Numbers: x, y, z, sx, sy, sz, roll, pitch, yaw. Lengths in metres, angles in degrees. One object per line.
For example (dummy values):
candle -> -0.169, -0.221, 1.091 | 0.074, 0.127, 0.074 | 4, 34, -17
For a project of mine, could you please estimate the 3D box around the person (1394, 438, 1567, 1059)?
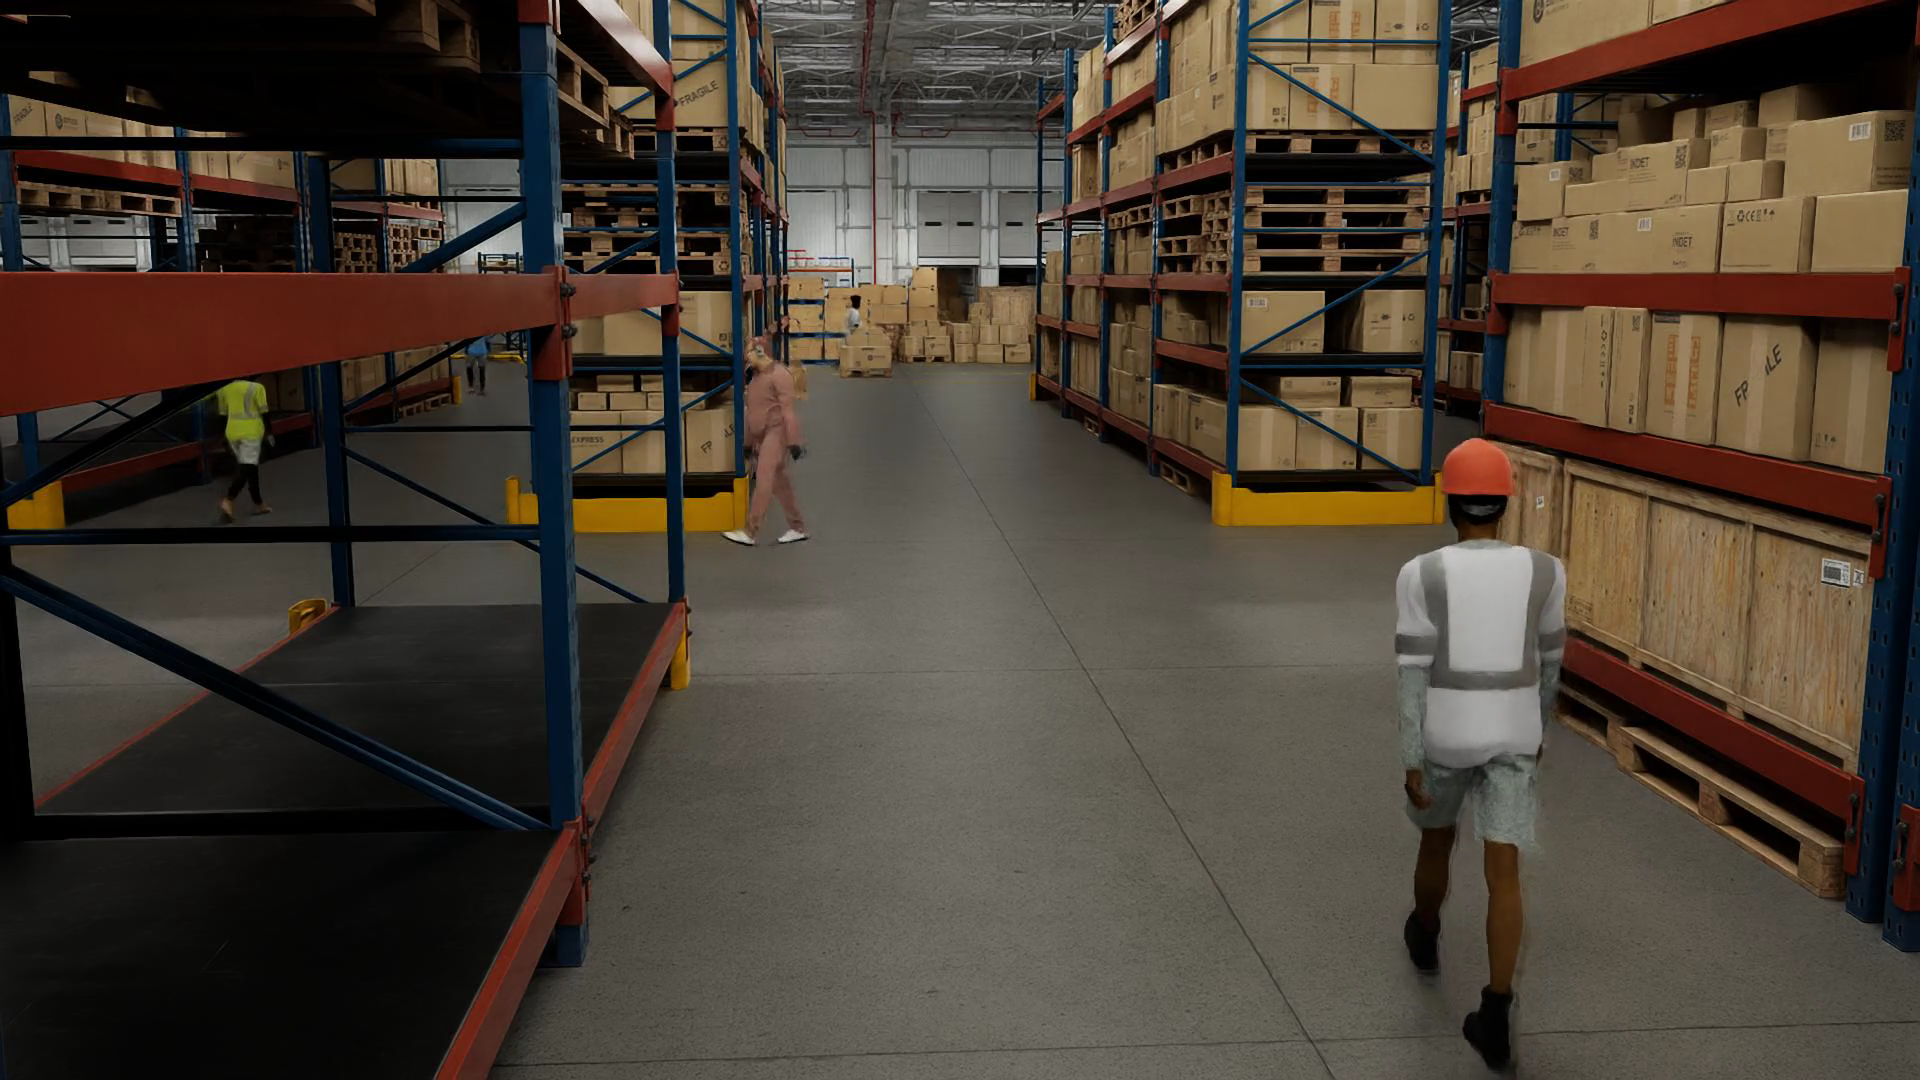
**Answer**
person -> 1.656, 0.623, 5.359 | 0.546, 1.888, 1.013 | 1, 9, 7

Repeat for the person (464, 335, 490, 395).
person -> -9.728, -3.752, 33.433 | 0.546, 1.669, 0.695 | -5, 10, -30

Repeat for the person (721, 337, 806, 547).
person -> -1.784, -0.866, 14.804 | 0.936, 1.851, 0.688 | -5, 10, -29

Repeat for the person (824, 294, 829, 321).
person -> -3.950, -6.535, 50.415 | 0.345, 1.842, 0.504 | 2, 9, 14

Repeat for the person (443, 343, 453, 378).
person -> -11.983, -4.682, 38.484 | 0.552, 1.935, 0.373 | 8, 12, 42

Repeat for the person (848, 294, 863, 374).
person -> -2.556, -4.971, 40.255 | 0.478, 1.950, 0.607 | -2, 9, -9

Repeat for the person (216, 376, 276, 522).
person -> -7.085, -1.015, 16.357 | 0.516, 1.664, 0.835 | 3, 10, 21
